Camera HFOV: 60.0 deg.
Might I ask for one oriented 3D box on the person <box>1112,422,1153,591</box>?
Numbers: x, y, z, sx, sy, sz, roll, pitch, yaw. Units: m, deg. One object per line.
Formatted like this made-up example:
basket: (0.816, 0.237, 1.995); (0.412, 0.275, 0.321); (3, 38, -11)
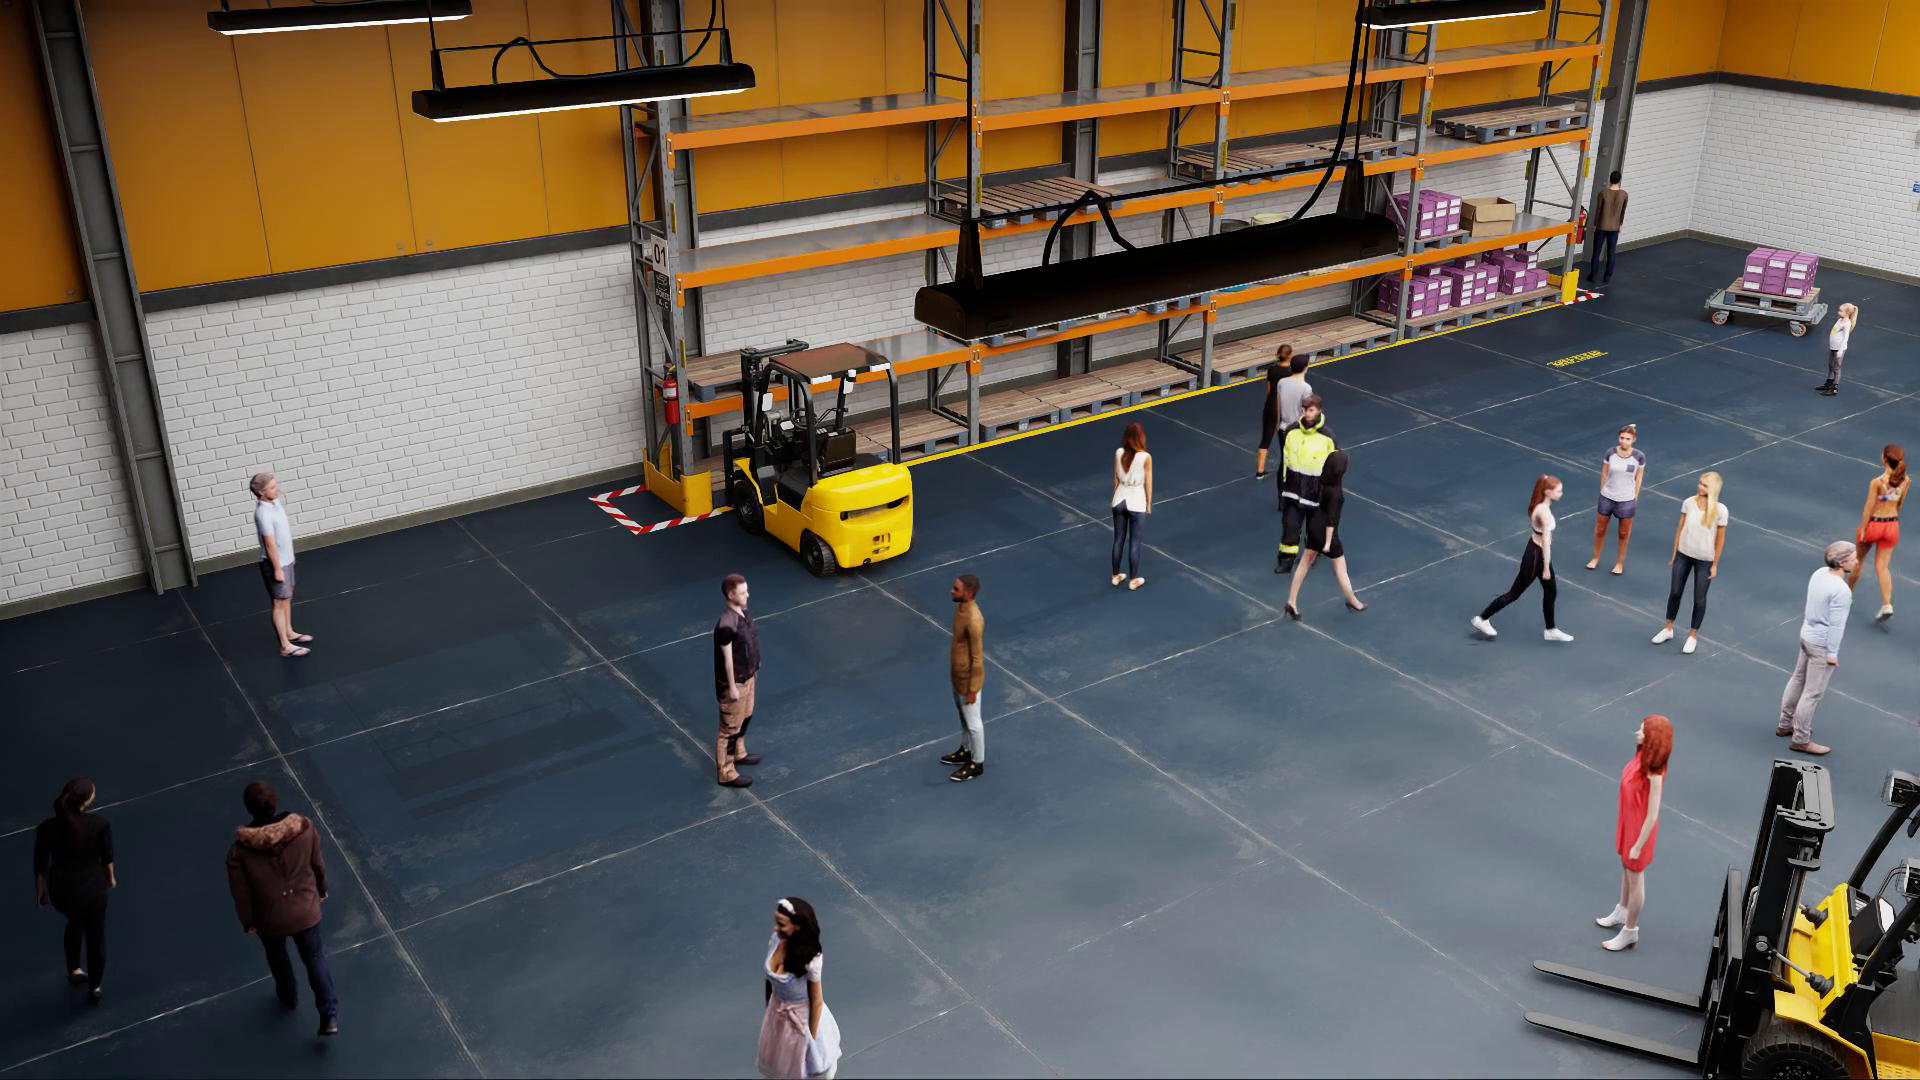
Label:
person: (1.729, -0.352, 17.031); (0.648, 1.784, 0.652); (13, 27, 27)

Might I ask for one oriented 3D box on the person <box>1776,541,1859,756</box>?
person: (7.273, 0.879, 14.078); (0.788, 1.893, 0.743); (3, 24, 6)

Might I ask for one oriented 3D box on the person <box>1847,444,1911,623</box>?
person: (9.098, -0.046, 16.361); (1.086, 1.760, 1.037); (0, 24, 1)

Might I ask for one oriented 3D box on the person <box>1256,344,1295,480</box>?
person: (3.759, -1.483, 19.867); (0.764, 1.585, 1.130); (20, 30, 38)

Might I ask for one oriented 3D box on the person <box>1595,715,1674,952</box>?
person: (4.712, 2.018, 11.553); (0.725, 1.828, 0.657); (5, 24, 11)

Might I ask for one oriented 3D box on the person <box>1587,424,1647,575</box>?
person: (6.898, -0.432, 17.419); (0.629, 1.620, 0.637); (12, 26, 26)

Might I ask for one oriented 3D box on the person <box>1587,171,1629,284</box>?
person: (11.022, -5.329, 28.290); (0.715, 1.886, 0.790); (2, 24, 6)

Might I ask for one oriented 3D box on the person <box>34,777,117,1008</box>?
person: (-5.851, 2.367, 11.003); (0.695, 1.630, 0.827); (-12, 26, -25)

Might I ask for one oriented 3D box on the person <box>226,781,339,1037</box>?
person: (-4.305, 2.401, 10.695); (1.047, 1.815, 0.812); (-16, 28, -33)

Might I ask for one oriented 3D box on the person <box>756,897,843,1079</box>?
person: (-0.950, 2.841, 9.684); (0.749, 1.818, 0.774); (21, 32, 40)

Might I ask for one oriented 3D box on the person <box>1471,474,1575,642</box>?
person: (5.378, 0.204, 15.861); (1.161, 1.702, 1.175); (6, 24, 13)

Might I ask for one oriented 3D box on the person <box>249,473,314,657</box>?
person: (-6.460, 0.207, 15.690); (0.719, 1.833, 0.730); (-4, 24, -9)

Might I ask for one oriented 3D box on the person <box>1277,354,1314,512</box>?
person: (3.727, -1.187, 18.850); (0.626, 1.856, 0.703); (-18, 29, -35)

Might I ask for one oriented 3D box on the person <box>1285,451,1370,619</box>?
person: (3.469, -0.009, 16.275); (1.167, 1.761, 0.879); (-6, 24, -13)

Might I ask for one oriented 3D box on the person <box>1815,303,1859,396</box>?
person: (12.091, -2.637, 22.889); (0.639, 1.279, 0.584); (3, 24, 6)

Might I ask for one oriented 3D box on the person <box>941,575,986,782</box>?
person: (0.068, 1.106, 13.656); (0.670, 1.816, 0.703); (-6, 24, -14)

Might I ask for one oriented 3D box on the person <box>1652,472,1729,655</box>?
person: (6.975, 0.187, 15.767); (0.551, 1.808, 0.617); (-21, 31, -39)

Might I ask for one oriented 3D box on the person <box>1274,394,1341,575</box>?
person: (3.690, -0.620, 17.448); (1.113, 1.940, 1.257); (10, 26, 22)

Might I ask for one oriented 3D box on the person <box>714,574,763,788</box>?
person: (-1.849, 1.114, 13.609); (0.828, 1.838, 0.769); (4, 24, 9)
